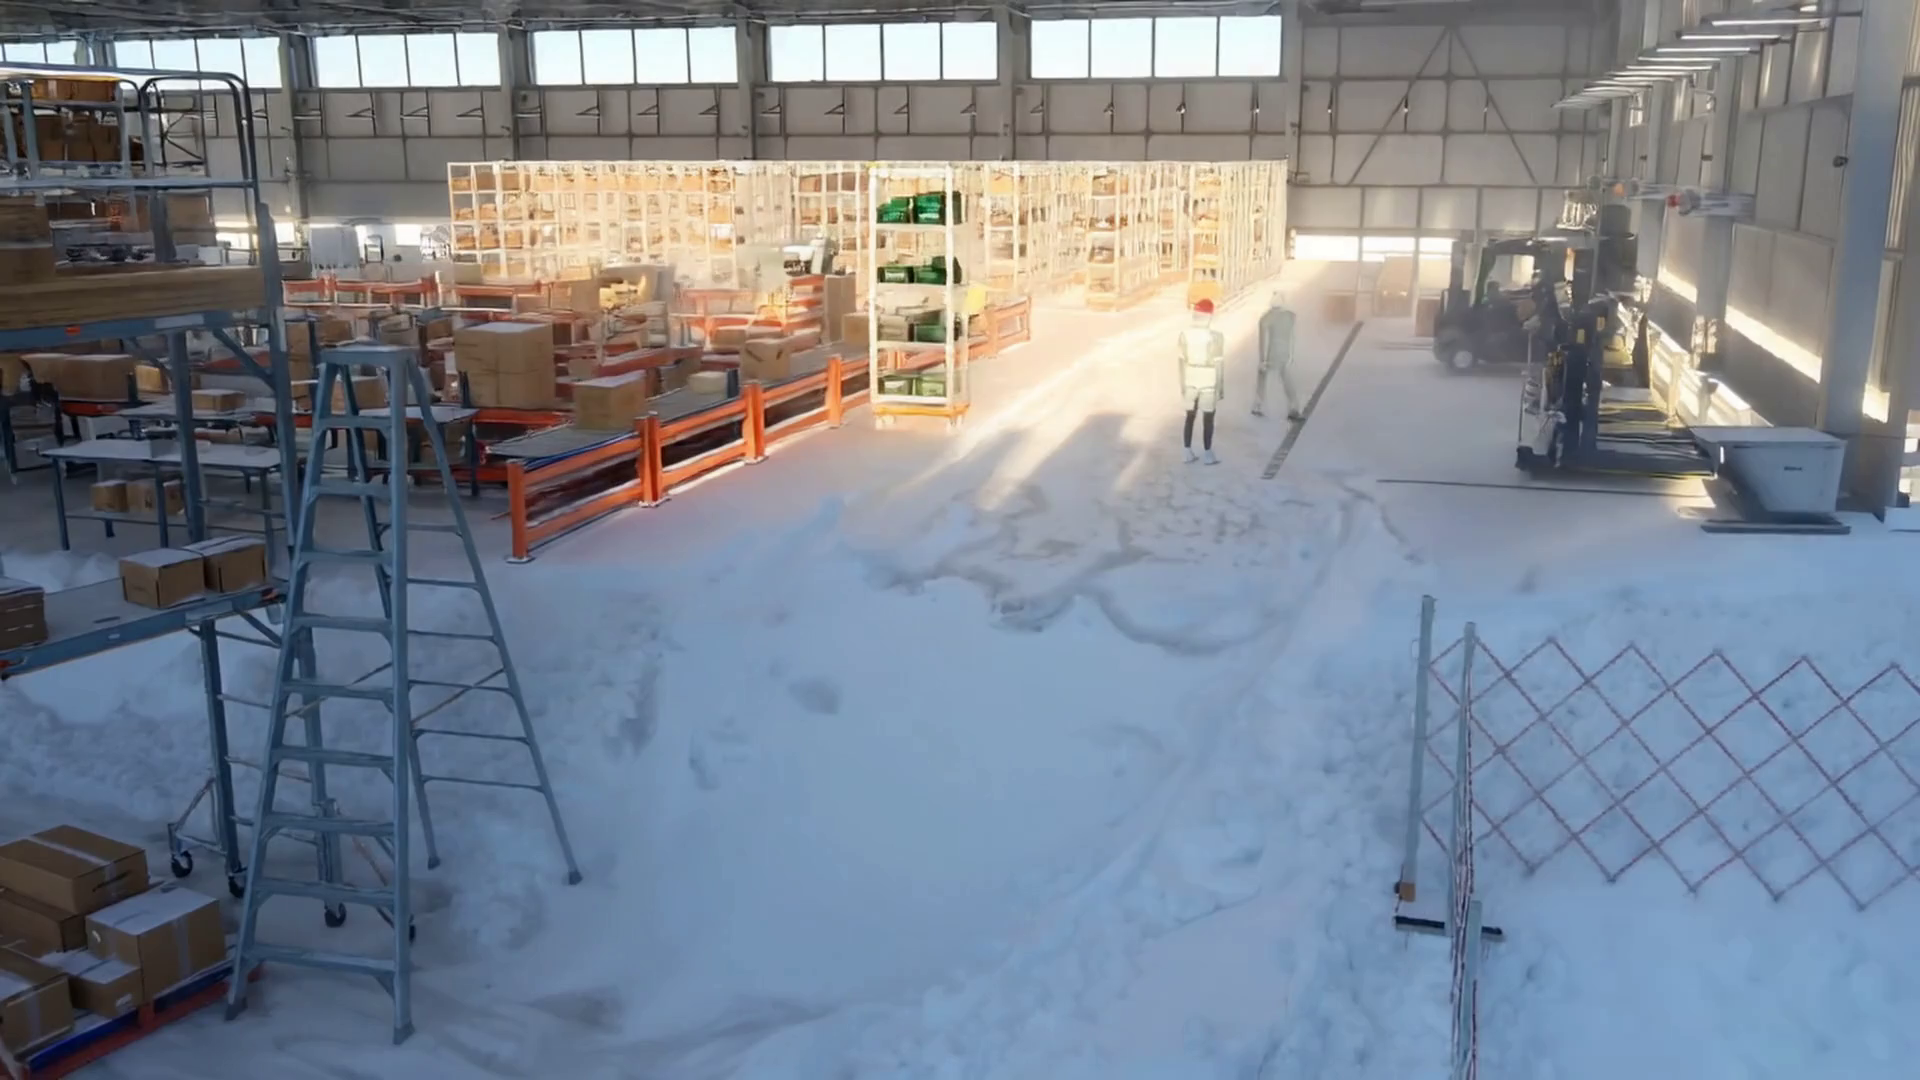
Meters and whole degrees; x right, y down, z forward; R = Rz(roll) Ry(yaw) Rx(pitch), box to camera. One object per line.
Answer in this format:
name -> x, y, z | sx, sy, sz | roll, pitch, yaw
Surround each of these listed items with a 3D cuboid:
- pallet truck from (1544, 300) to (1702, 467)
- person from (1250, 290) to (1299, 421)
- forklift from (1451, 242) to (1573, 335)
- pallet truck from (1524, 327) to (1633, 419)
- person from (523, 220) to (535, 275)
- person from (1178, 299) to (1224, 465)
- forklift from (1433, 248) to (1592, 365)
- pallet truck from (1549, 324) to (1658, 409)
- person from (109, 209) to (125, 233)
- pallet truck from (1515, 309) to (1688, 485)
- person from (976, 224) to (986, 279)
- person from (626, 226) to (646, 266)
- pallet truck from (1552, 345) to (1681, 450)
pallet truck -> 8.263, -1.952, 20.631 | 1.885, 1.965, 0.823 | 5, 14, 20
person -> 4.582, -2.657, 23.967 | 0.639, 1.866, 0.952 | -4, 14, -18
forklift -> 10.464, -4.597, 31.405 | 2.680, 1.987, 1.157 | 4, 14, 16
pallet truck -> 9.065, -2.460, 24.370 | 1.522, 1.261, 0.704 | 3, 13, 14
person -> -13.409, -9.111, 51.937 | 0.430, 1.820, 0.618 | 3, 13, 13
person -> 2.986, -1.951, 20.560 | 0.609, 2.039, 0.398 | 9, 16, 34
forklift -> 9.780, -4.111, 29.280 | 2.680, 1.987, 1.157 | 3, 13, 14
pallet truck -> 9.824, -2.669, 25.407 | 1.601, 1.201, 0.680 | 4, 14, 16
person -> -28.728, -10.319, 56.813 | 0.623, 1.976, 0.760 | 3, 13, 11
pallet truck -> 7.554, -1.677, 19.446 | 1.885, 1.965, 0.823 | 3, 13, 14
person -> 0.567, -8.307, 48.535 | 1.004, 1.790, 0.575 | 6, 14, 24
person -> -8.930, -7.807, 46.086 | 0.613, 1.926, 0.694 | 3, 13, 12
pallet truck -> 8.641, -1.896, 21.908 | 1.630, 1.274, 0.653 | 4, 14, 16
